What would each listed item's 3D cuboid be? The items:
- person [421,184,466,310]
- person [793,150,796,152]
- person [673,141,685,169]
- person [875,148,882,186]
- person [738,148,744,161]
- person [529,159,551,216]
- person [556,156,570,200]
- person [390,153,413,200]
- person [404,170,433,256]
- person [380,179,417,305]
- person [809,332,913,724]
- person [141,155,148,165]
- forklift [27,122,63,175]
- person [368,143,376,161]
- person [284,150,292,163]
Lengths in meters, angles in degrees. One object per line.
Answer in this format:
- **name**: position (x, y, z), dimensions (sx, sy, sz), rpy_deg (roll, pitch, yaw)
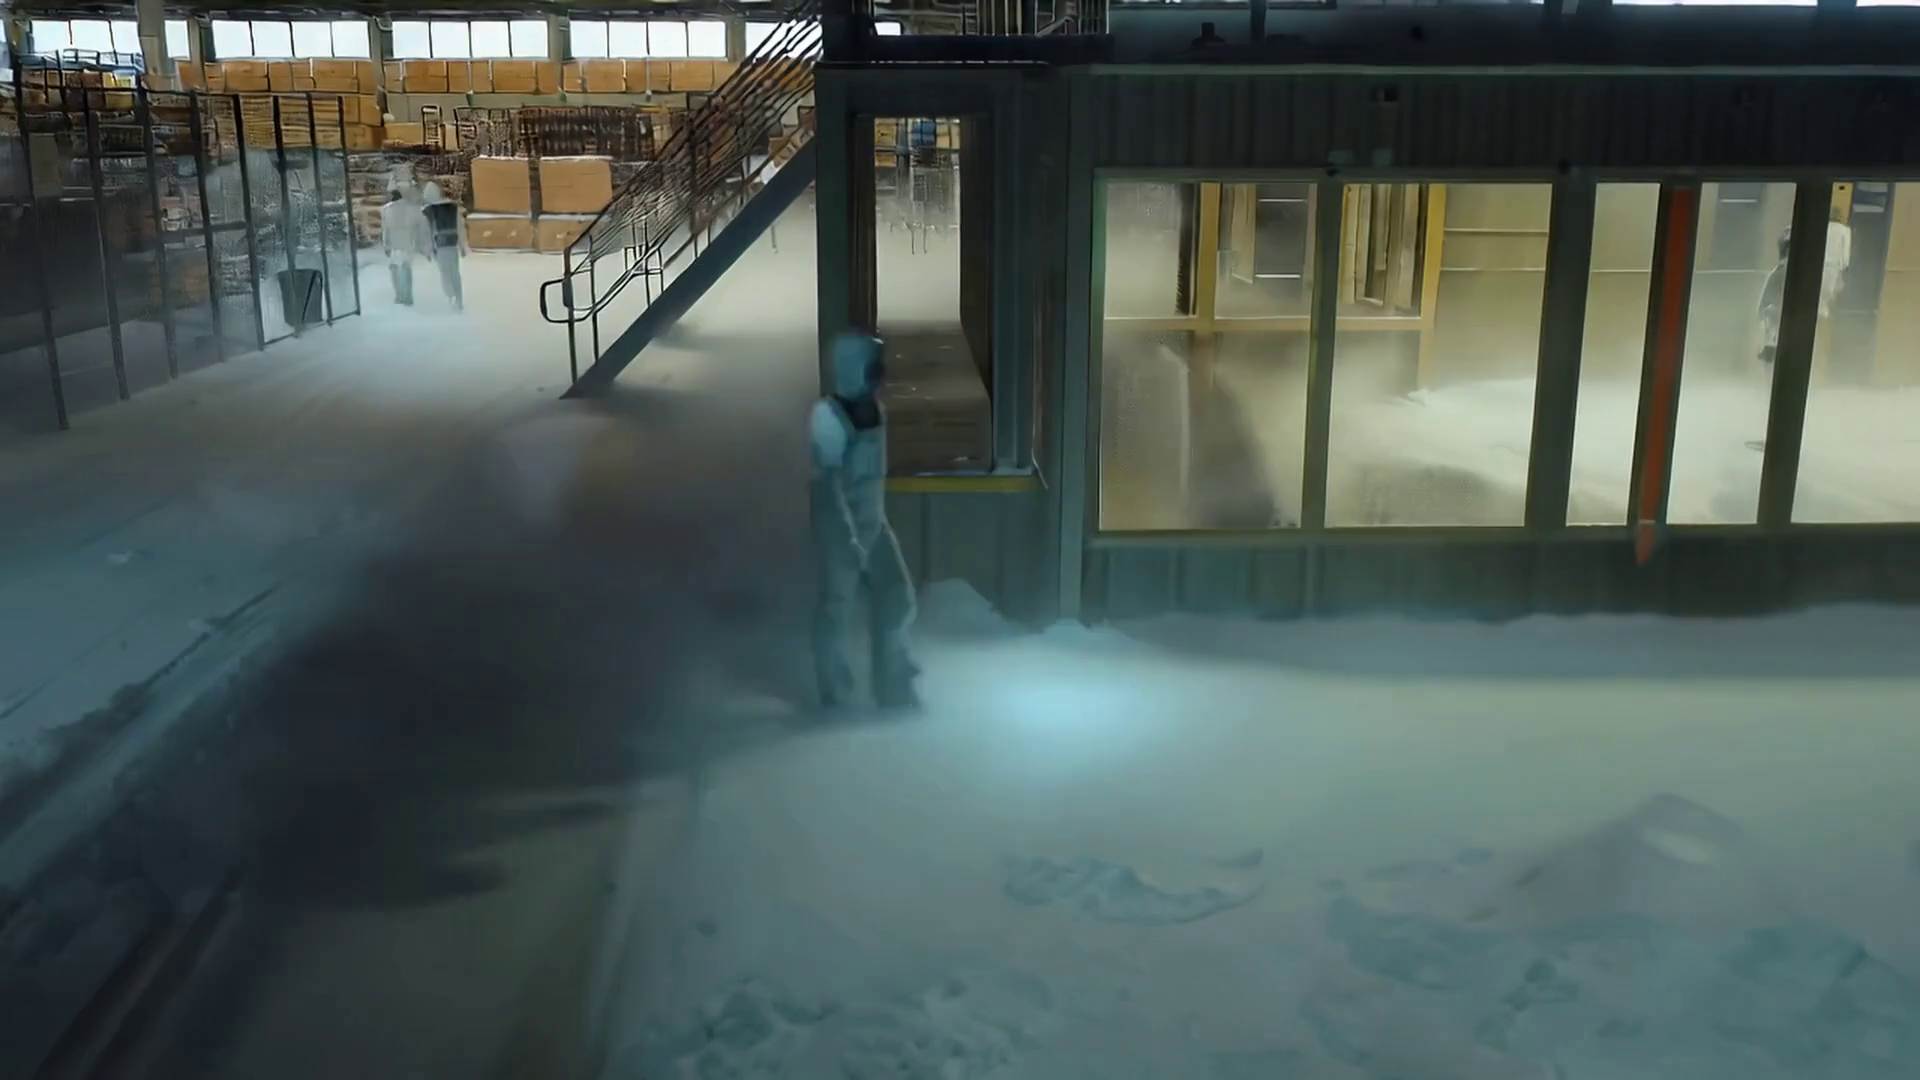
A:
- **person**: position (-7.664, -4.364, 24.818), dimensions (0.667, 1.879, 0.636), rpy_deg (-12, 18, -40)
- **person**: position (-8.329, -19.358, 84.506), dimensions (0.400, 1.989, 0.623), rpy_deg (-6, 15, -23)
- **person**: position (-12.972, -17.461, 76.931), dimensions (0.634, 2.003, 0.946), rpy_deg (-12, 18, -39)
- **person**: position (-3.666, -16.332, 72.949), dimensions (0.894, 1.712, 0.547), rpy_deg (2, 14, 7)
- **person**: position (-11.091, -19.516, 85.514), dimensions (0.604, 1.803, 0.451), rpy_deg (-12, 18, -39)
- **person**: position (-10.640, -8.752, 42.319), dimensions (0.947, 1.890, 0.546), rpy_deg (0, 14, 0)
- **person**: position (-14.061, -12.785, 58.958), dimensions (0.498, 1.634, 0.279), rpy_deg (-4, 15, -16)
- **person**: position (-14.842, -9.303, 44.329), dimensions (0.610, 1.986, 0.392), rpy_deg (-6, 15, -24)
- **person**: position (-11.570, -6.907, 35.138), dimensions (0.839, 1.805, 0.599), rpy_deg (1, 14, 4)
- **person**: position (-8.612, -4.572, 25.565), dimensions (0.558, 1.922, 0.419), rpy_deg (-9, 17, -32)
- **person**: position (-0.464, -0.034, 7.596), dimensions (0.434, 1.828, 0.519), rpy_deg (11, 18, 37)
- **person**: position (-40.536, -18.934, 82.899), dimensions (0.395, 1.945, 0.618), rpy_deg (11, 18, 36)
- **forklift**: position (-35.376, -14.773, 64.377), dimensions (1.129, 2.768, 1.873), rpy_deg (-1, 14, -2)
- **person**: position (-32.507, -21.125, 92.144), dimensions (0.886, 1.697, 0.590), rpy_deg (2, 14, 9)
- **person**: position (-27.012, -14.875, 66.938), dimensions (0.443, 1.813, 0.627), rpy_deg (-5, 15, -21)
